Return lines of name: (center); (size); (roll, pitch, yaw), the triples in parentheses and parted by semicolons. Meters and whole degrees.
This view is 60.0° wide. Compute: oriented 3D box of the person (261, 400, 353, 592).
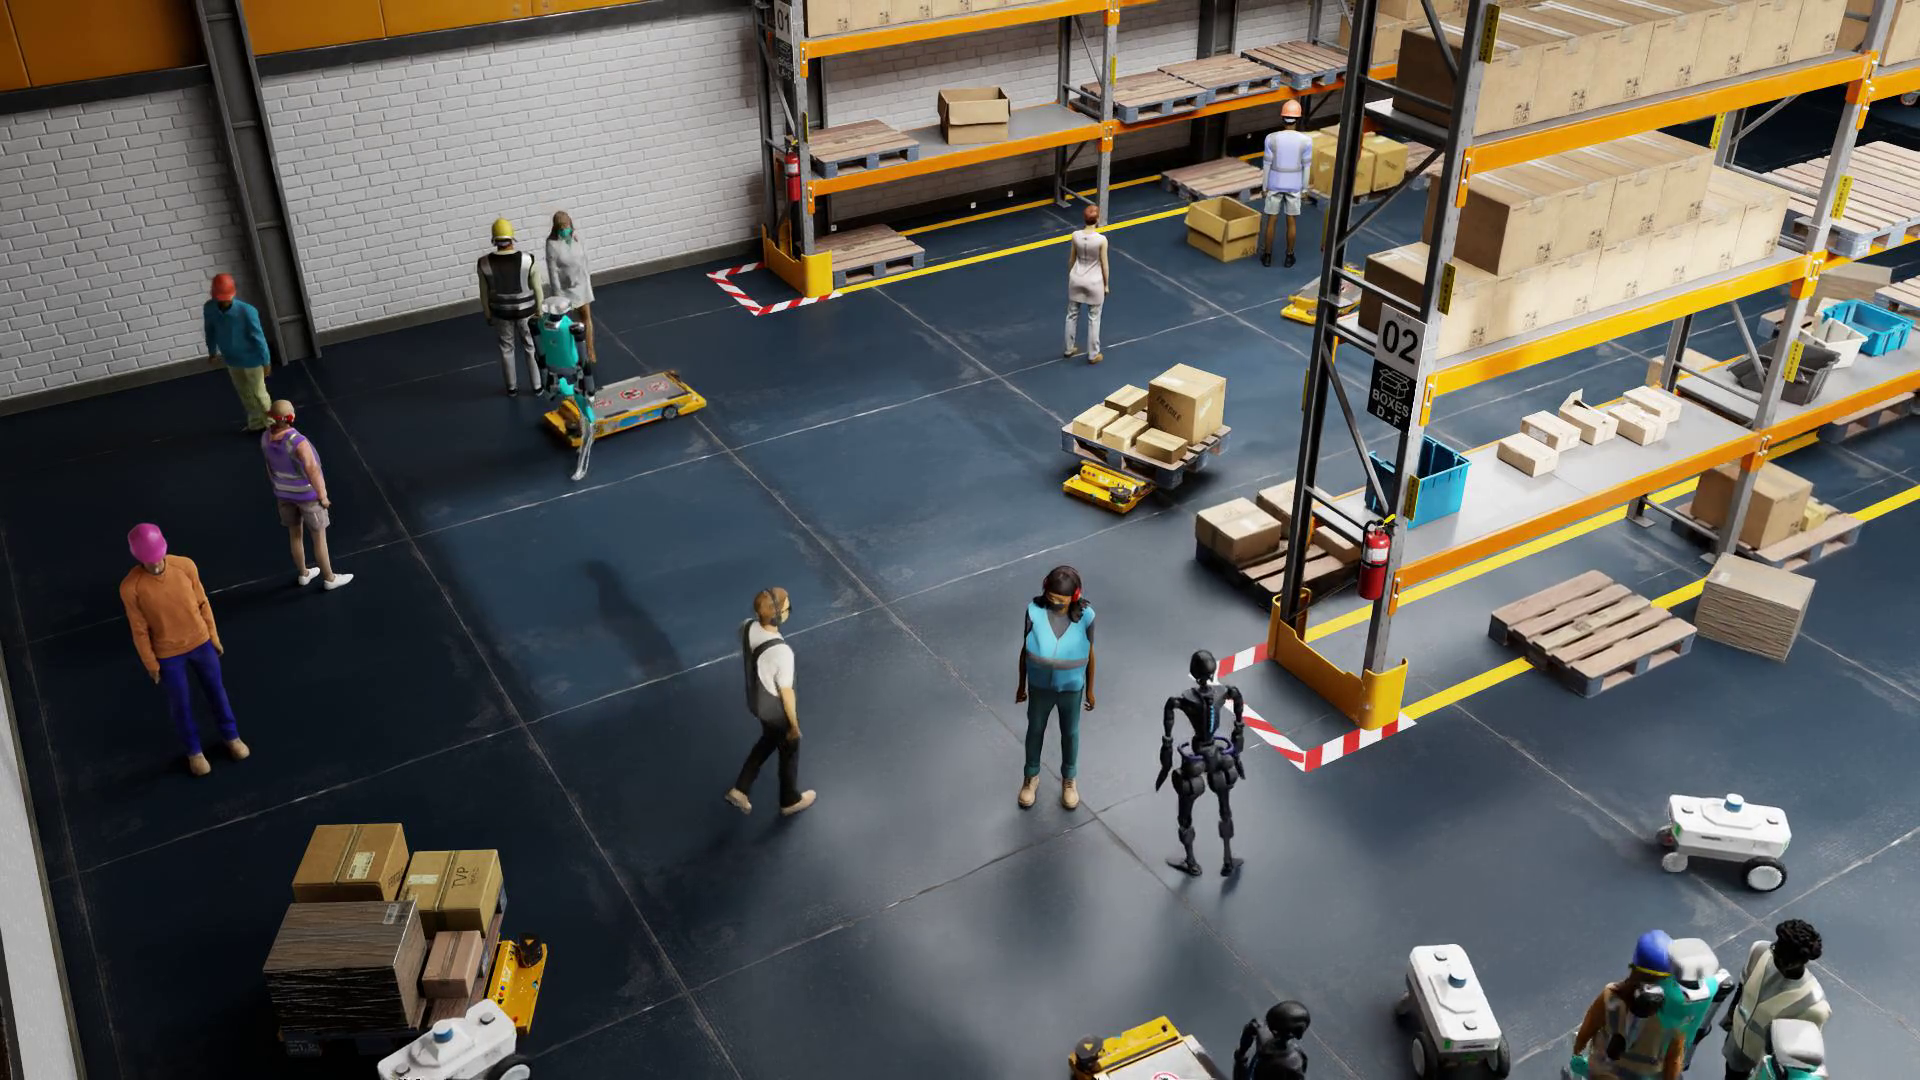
person: (-5.277, -0.353, 13.304); (0.491, 1.693, 0.348); (11, 34, 17)

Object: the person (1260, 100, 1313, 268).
person: (3.706, -4.054, 18.988); (0.541, 1.929, 0.363); (5, 33, 9)

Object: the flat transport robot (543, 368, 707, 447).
flat transport robot: (-3.248, -1.296, 16.151); (1.431, 0.231, 0.659); (-21, 38, -29)

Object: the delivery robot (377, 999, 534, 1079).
delivery robot: (-2.794, 2.889, 9.198); (0.752, 0.585, 0.523); (-27, 41, -36)

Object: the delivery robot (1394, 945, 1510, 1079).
delivery robot: (2.805, 2.713, 9.502); (0.519, 0.608, 0.780); (-2, 32, -3)

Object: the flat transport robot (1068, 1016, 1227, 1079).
flat transport robot: (1.226, 3.180, 9.013); (0.659, 0.231, 1.431); (-15, 35, -23)

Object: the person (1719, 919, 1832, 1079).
person: (4.152, 2.601, 8.594); (0.320, 1.692, 0.533); (-9, 33, -14)

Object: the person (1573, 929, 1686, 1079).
person: (3.399, 2.617, 8.510); (0.479, 1.744, 0.767); (11, 34, 17)

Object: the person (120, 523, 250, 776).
person: (-5.314, 0.722, 11.332); (0.520, 1.973, 0.399); (-26, 40, -35)

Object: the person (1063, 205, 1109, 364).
person: (1.294, -2.604, 16.935); (0.435, 1.651, 0.290); (15, 35, 23)

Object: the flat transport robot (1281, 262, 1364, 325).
flat transport robot: (4.195, -2.696, 18.384); (0.659, 0.231, 1.431); (23, 39, 32)

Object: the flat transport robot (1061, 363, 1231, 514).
flat transport robot: (1.626, -0.695, 15.192); (0.659, 0.231, 1.431); (23, 39, 32)

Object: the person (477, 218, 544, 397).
person: (-4.344, -2.249, 16.214); (0.594, 1.820, 0.403); (-5, 33, -9)

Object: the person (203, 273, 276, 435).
person: (-6.701, -1.688, 15.404); (0.672, 1.729, 0.385); (10, 33, 15)

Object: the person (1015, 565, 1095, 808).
person: (0.640, 0.964, 11.040); (0.529, 1.870, 0.390); (3, 32, 5)

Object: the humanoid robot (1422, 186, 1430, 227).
humanoid robot: (5.207, -3.088, 17.608); (0.543, 1.769, 0.708); (27, 41, 36)

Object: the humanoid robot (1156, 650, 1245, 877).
humanoid robot: (1.556, 1.446, 10.458); (0.591, 1.646, 0.456); (-8, 33, -13)

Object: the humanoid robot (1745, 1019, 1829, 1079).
humanoid robot: (3.584, 2.980, 7.970); (0.694, 1.814, 0.530); (4, 32, 6)

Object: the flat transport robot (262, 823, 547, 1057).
flat transport robot: (-3.229, 2.651, 9.855); (1.431, 0.231, 0.659); (-1, 32, -2)

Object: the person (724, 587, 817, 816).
person: (-1.256, 1.105, 10.849); (0.553, 1.832, 0.518); (-26, 40, -35)

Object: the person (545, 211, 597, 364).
person: (-3.995, -2.631, 16.991); (0.498, 1.632, 0.630); (-19, 37, -28)

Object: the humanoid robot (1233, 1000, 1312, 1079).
humanoid robot: (1.485, 2.879, 8.169); (0.339, 1.648, 0.597); (-16, 35, -24)

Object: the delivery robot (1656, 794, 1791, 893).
delivery robot: (4.966, 1.909, 10.776); (0.802, 0.601, 0.499); (6, 33, 10)

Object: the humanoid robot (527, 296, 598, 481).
humanoid robot: (-3.464, -1.446, 15.011); (0.541, 1.764, 0.918); (8, 33, 12)

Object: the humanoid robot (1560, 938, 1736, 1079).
humanoid robot: (3.414, 2.574, 8.582); (0.538, 1.777, 0.772); (-8, 33, -13)
